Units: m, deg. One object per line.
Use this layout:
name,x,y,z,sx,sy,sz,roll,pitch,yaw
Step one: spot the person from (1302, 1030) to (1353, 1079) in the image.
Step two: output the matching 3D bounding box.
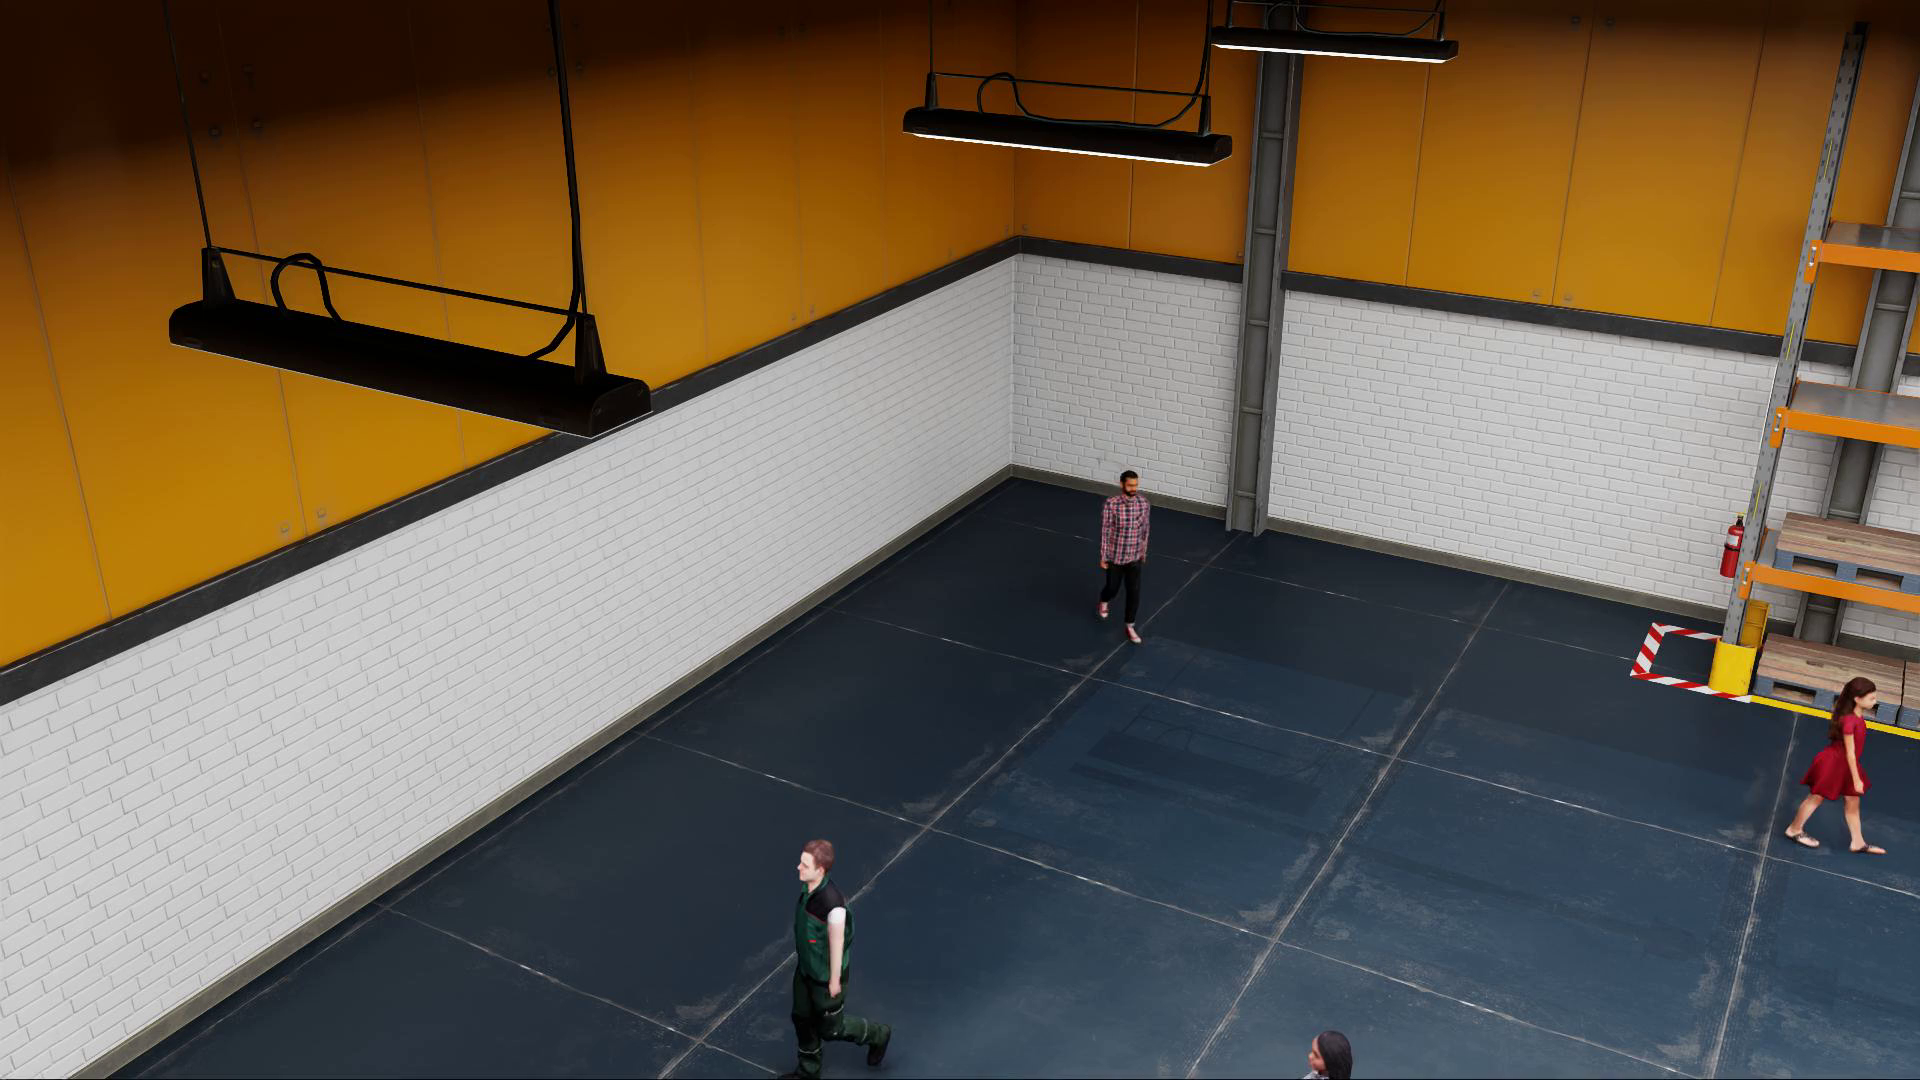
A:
person,2.066,3.416,9.138,1.271,1.683,0.967,1,24,3

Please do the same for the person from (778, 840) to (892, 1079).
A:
person,-0.801,2.703,10.591,1.024,1.827,1.056,-12,26,-25

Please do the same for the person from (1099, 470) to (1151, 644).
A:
person,1.610,0.122,16.604,1.047,1.739,1.089,-5,24,-12

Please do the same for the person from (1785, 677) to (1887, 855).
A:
person,6.840,1.764,13.119,0.977,1.522,0.641,19,30,37
